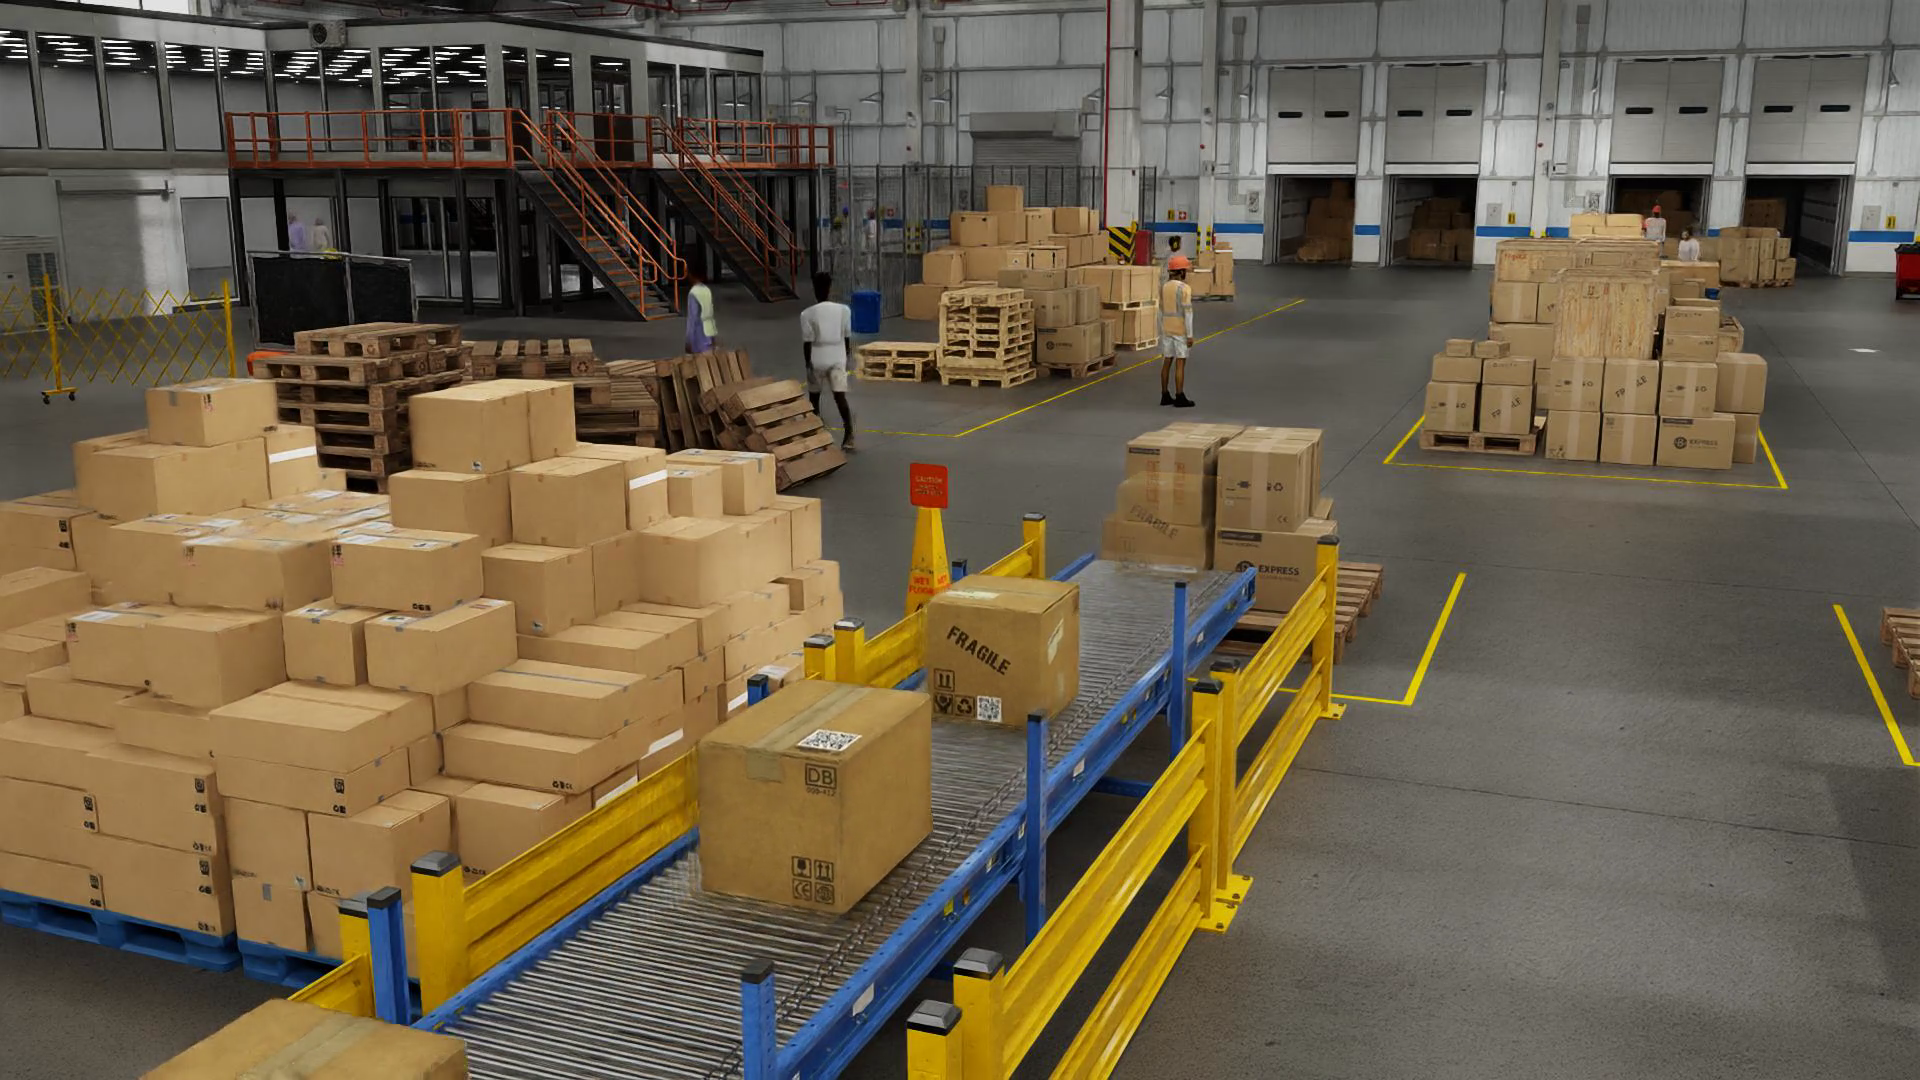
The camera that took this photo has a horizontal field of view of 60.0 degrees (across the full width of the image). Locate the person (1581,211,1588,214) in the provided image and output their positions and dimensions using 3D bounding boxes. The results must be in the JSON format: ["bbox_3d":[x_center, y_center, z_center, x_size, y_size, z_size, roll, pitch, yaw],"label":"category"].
[{"bbox_3d":[16.605,-7.829,44.523,0.623,1.889,0.881,-6,14,-25],"label":"person"}]

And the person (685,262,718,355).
[{"bbox_3d":[-3.307,-2.580,21.055,1.033,1.869,0.606,1,13,5],"label":"person"}]

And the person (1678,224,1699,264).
[{"bbox_3d":[14.707,-5.422,33.650,0.503,1.928,0.637,-1,13,-2],"label":"person"}]

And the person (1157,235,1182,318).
[{"bbox_3d":[3.812,-4.646,30.379,0.816,1.843,0.527,-1,13,-6],"label":"person"}]

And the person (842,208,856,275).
[{"bbox_3d":[-3.229,-8.658,48.130,0.404,1.945,0.616,4,13,18],"label":"person"}]

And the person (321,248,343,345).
[{"bbox_3d":[-10.000,-3.764,26.587,0.329,1.769,0.526,-12,17,-42],"label":"person"}]

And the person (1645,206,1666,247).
[{"bbox_3d":[19.850,-8.550,47.548,0.622,1.988,0.392,1,13,3],"label":"person"}]

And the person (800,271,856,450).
[{"bbox_3d":[-1.423,-1.947,18.084,0.605,1.932,0.942,-6,14,-23],"label":"person"}]

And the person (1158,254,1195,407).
[{"bbox_3d":[2.778,-2.670,21.284,0.347,1.943,0.544,-10,16,-38],"label":"person"}]

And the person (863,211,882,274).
[{"bbox_3d":[-2.560,-8.692,48.577,0.595,1.817,1.000,-5,14,-21],"label":"person"}]

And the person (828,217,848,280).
[{"bbox_3d":[-3.372,-8.043,45.892,0.714,1.714,0.490,-11,16,-39],"label":"person"}]

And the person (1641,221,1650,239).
[{"bbox_3d":[15.238,-6.214,37.324,1.006,1.889,0.568,-4,13,-16],"label":"person"}]
